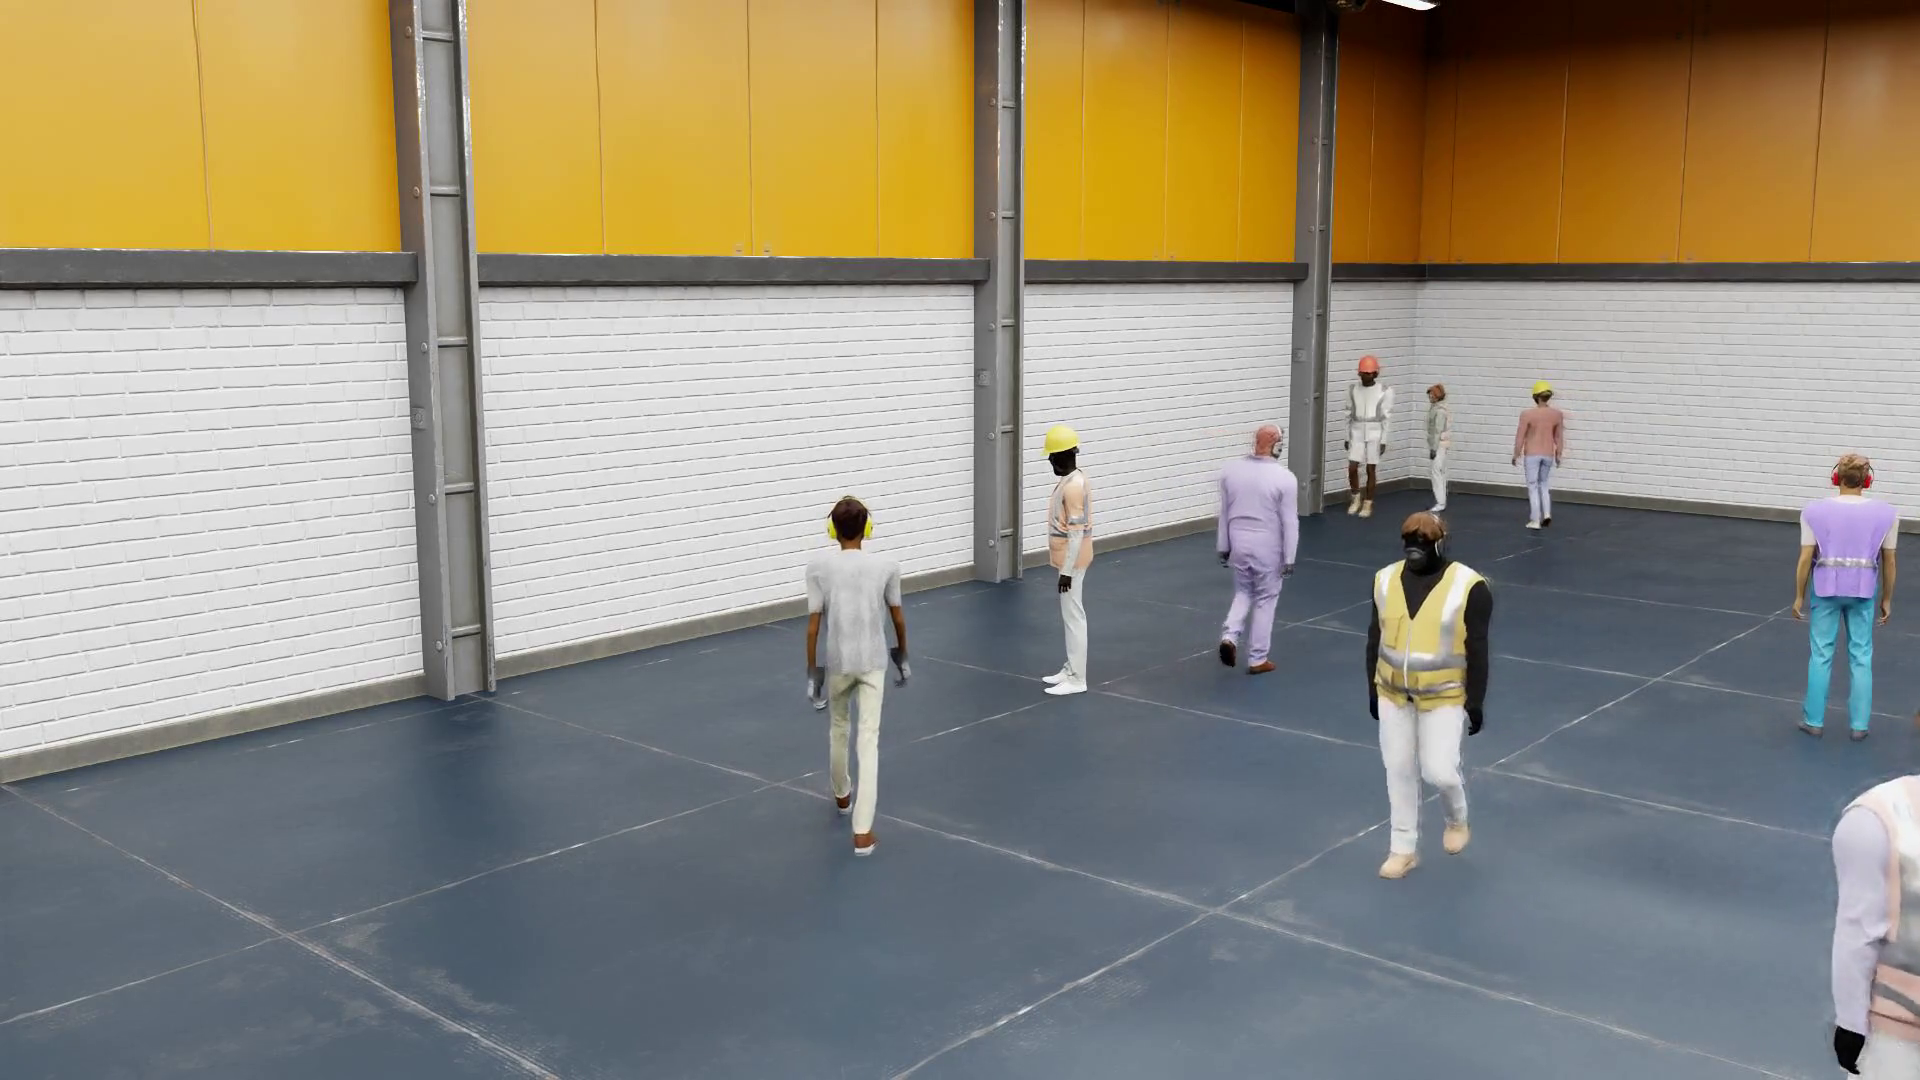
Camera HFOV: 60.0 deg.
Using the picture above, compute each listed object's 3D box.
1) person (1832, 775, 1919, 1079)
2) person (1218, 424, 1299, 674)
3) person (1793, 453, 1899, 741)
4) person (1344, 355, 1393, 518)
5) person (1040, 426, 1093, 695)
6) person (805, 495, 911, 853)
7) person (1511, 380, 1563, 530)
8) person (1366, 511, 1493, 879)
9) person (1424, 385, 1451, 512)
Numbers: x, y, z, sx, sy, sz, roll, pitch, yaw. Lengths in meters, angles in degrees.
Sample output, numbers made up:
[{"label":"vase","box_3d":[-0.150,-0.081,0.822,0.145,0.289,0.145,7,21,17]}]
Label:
[{"label":"person","box_3d":[2.757,1.319,4.760,0.631,1.822,0.737,0,9,0]},{"label":"person","box_3d":[2.227,0.075,12.369,0.662,1.885,0.450,8,12,41]},{"label":"person","box_3d":[5.661,0.369,10.653,0.570,1.843,0.372,3,10,18]},{"label":"person","box_3d":[4.979,-1.259,20.357,0.607,2.017,0.513,5,10,28]},{"label":"person","box_3d":[0.756,0.145,11.835,0.381,1.917,0.585,0,9,3]},{"label":"person","box_3d":[-0.540,0.673,8.850,0.538,1.816,0.987,0,9,1]},{"label":"person","box_3d":[6.761,-0.991,19.479,0.532,1.753,0.391,-2,9,-10]},{"label":"person","box_3d":[2.303,0.759,8.239,0.636,1.832,0.525,7,12,38]},{"label":"person","box_3d":[6.040,-1.174,21.082,0.338,1.607,0.666,2,9,12]}]
